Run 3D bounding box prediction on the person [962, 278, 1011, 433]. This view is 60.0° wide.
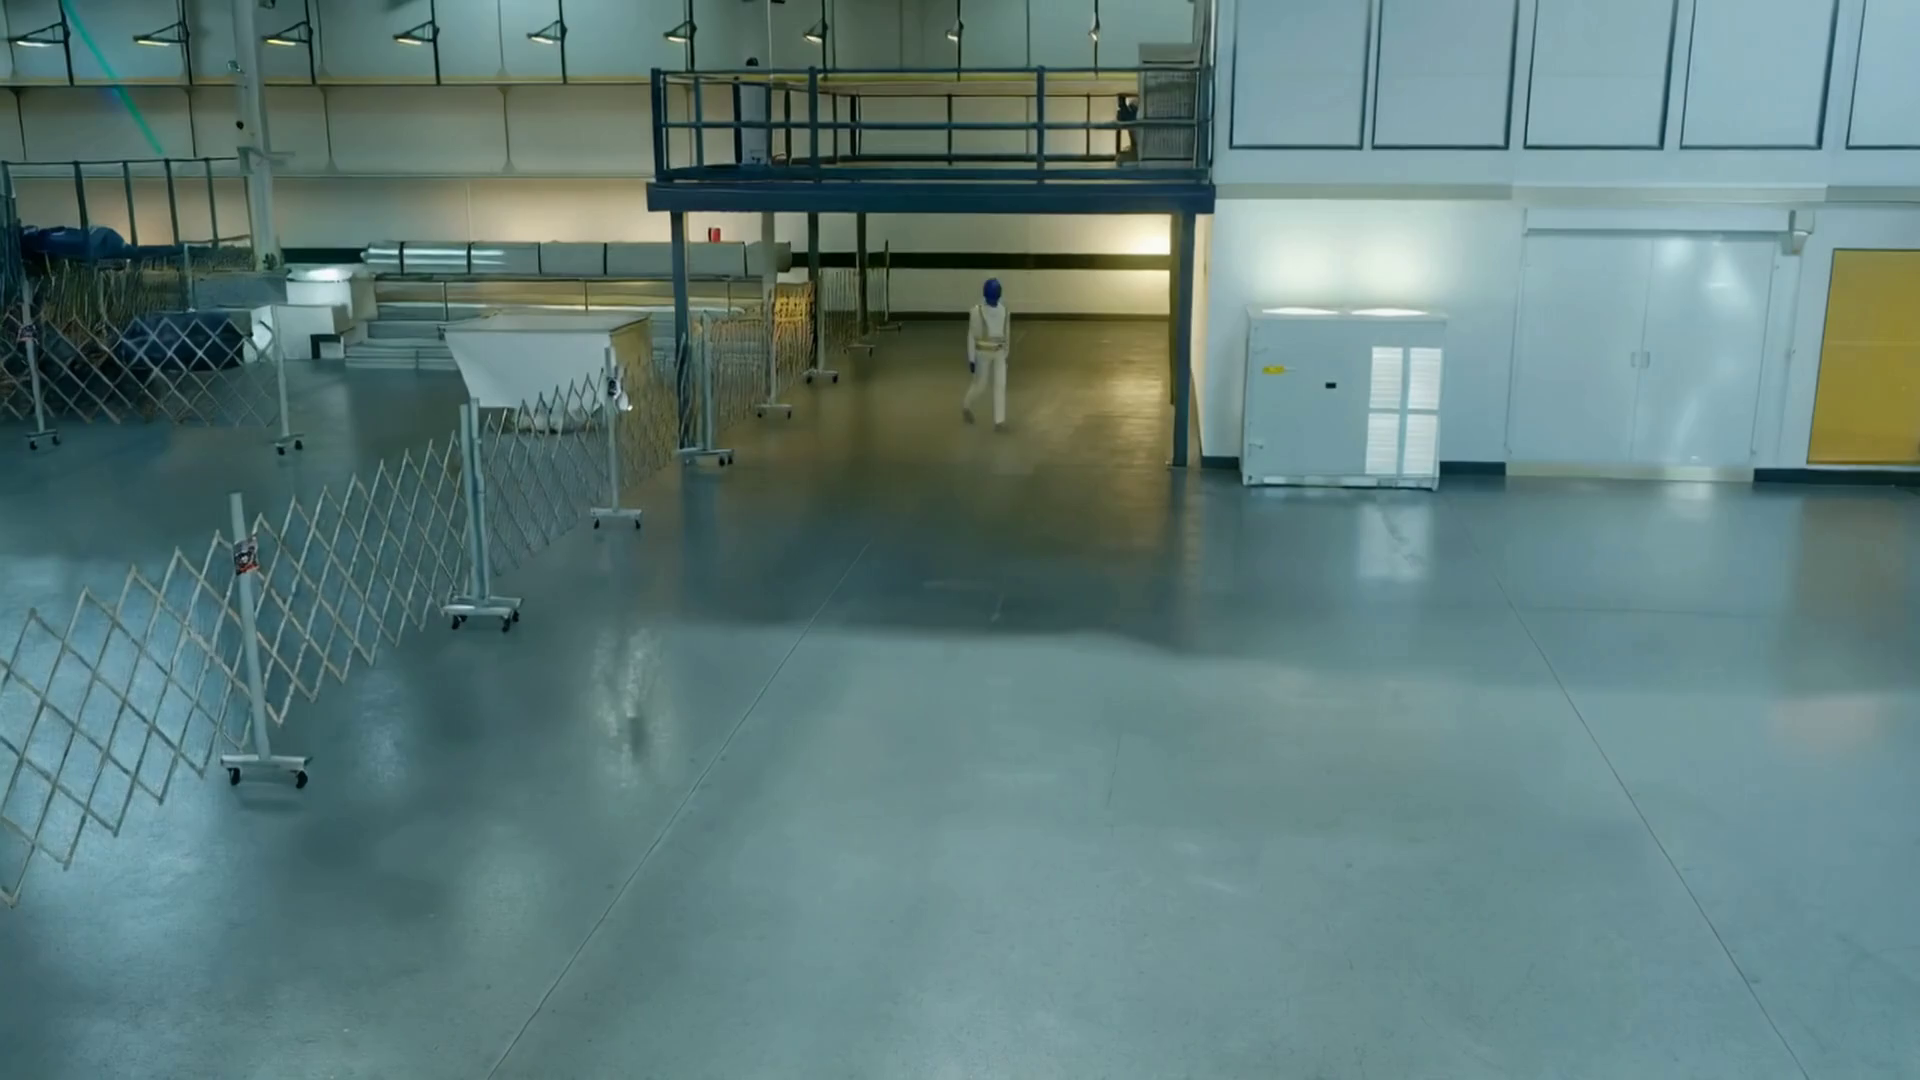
[{"bbox_3d":[0.313,-2.247,20.128,0.587,1.860,0.824,-8,16,-28],"label":"person"}]
